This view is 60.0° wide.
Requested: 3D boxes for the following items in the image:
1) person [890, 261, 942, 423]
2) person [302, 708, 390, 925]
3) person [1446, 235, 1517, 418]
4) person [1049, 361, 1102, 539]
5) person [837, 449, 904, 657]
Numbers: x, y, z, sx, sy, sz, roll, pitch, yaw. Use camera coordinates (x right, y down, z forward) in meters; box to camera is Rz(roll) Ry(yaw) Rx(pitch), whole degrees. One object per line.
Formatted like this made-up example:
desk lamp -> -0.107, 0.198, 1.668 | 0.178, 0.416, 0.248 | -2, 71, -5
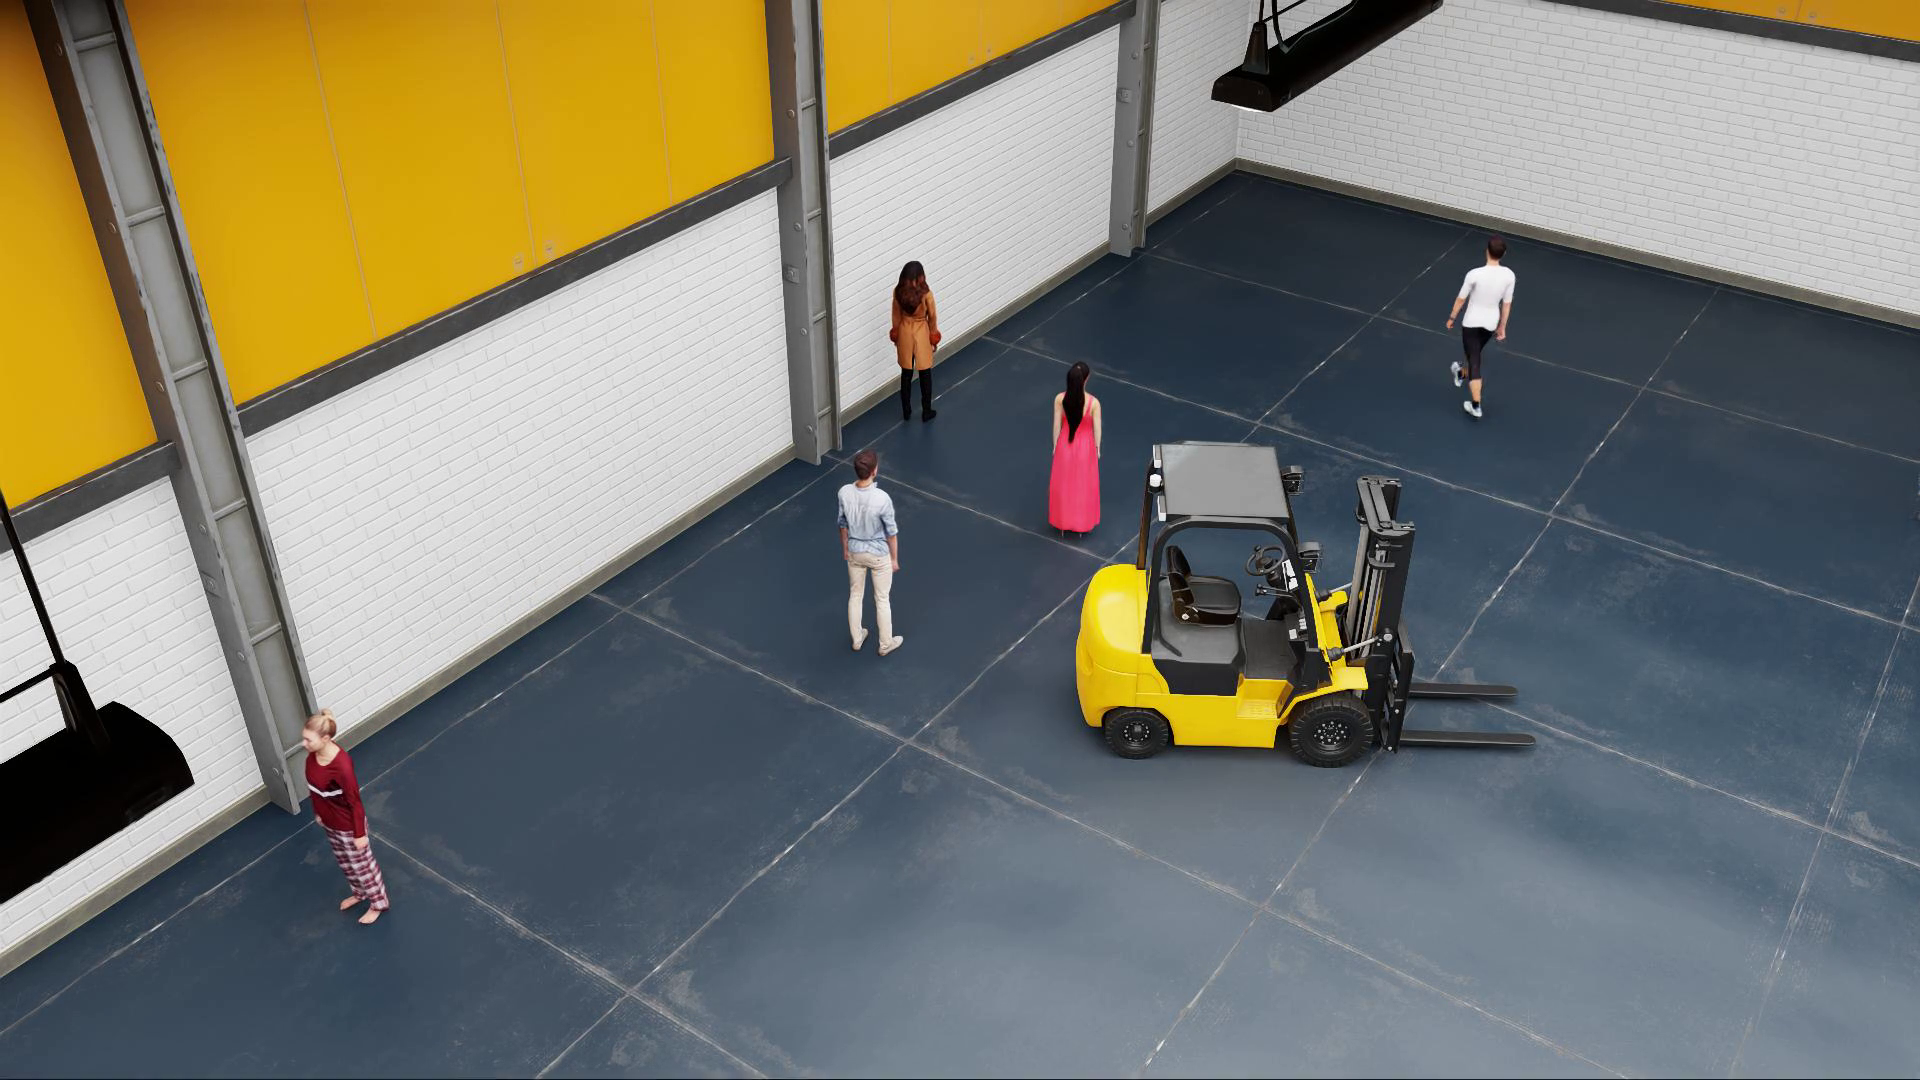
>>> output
person -> -0.442, -1.970, 16.467 | 0.760, 1.719, 0.721 | 8, 34, 12
person -> -4.015, 1.796, 10.821 | 0.630, 1.697, 0.509 | 24, 41, 32
person -> 5.211, -2.095, 16.576 | 1.170, 1.806, 1.271 | -4, 34, -6
person -> 1.023, -0.788, 14.683 | 0.694, 1.725, 0.688 | 8, 34, 12
person -> -0.726, 0.102, 13.234 | 0.701, 1.848, 0.628 | 13, 36, 18
